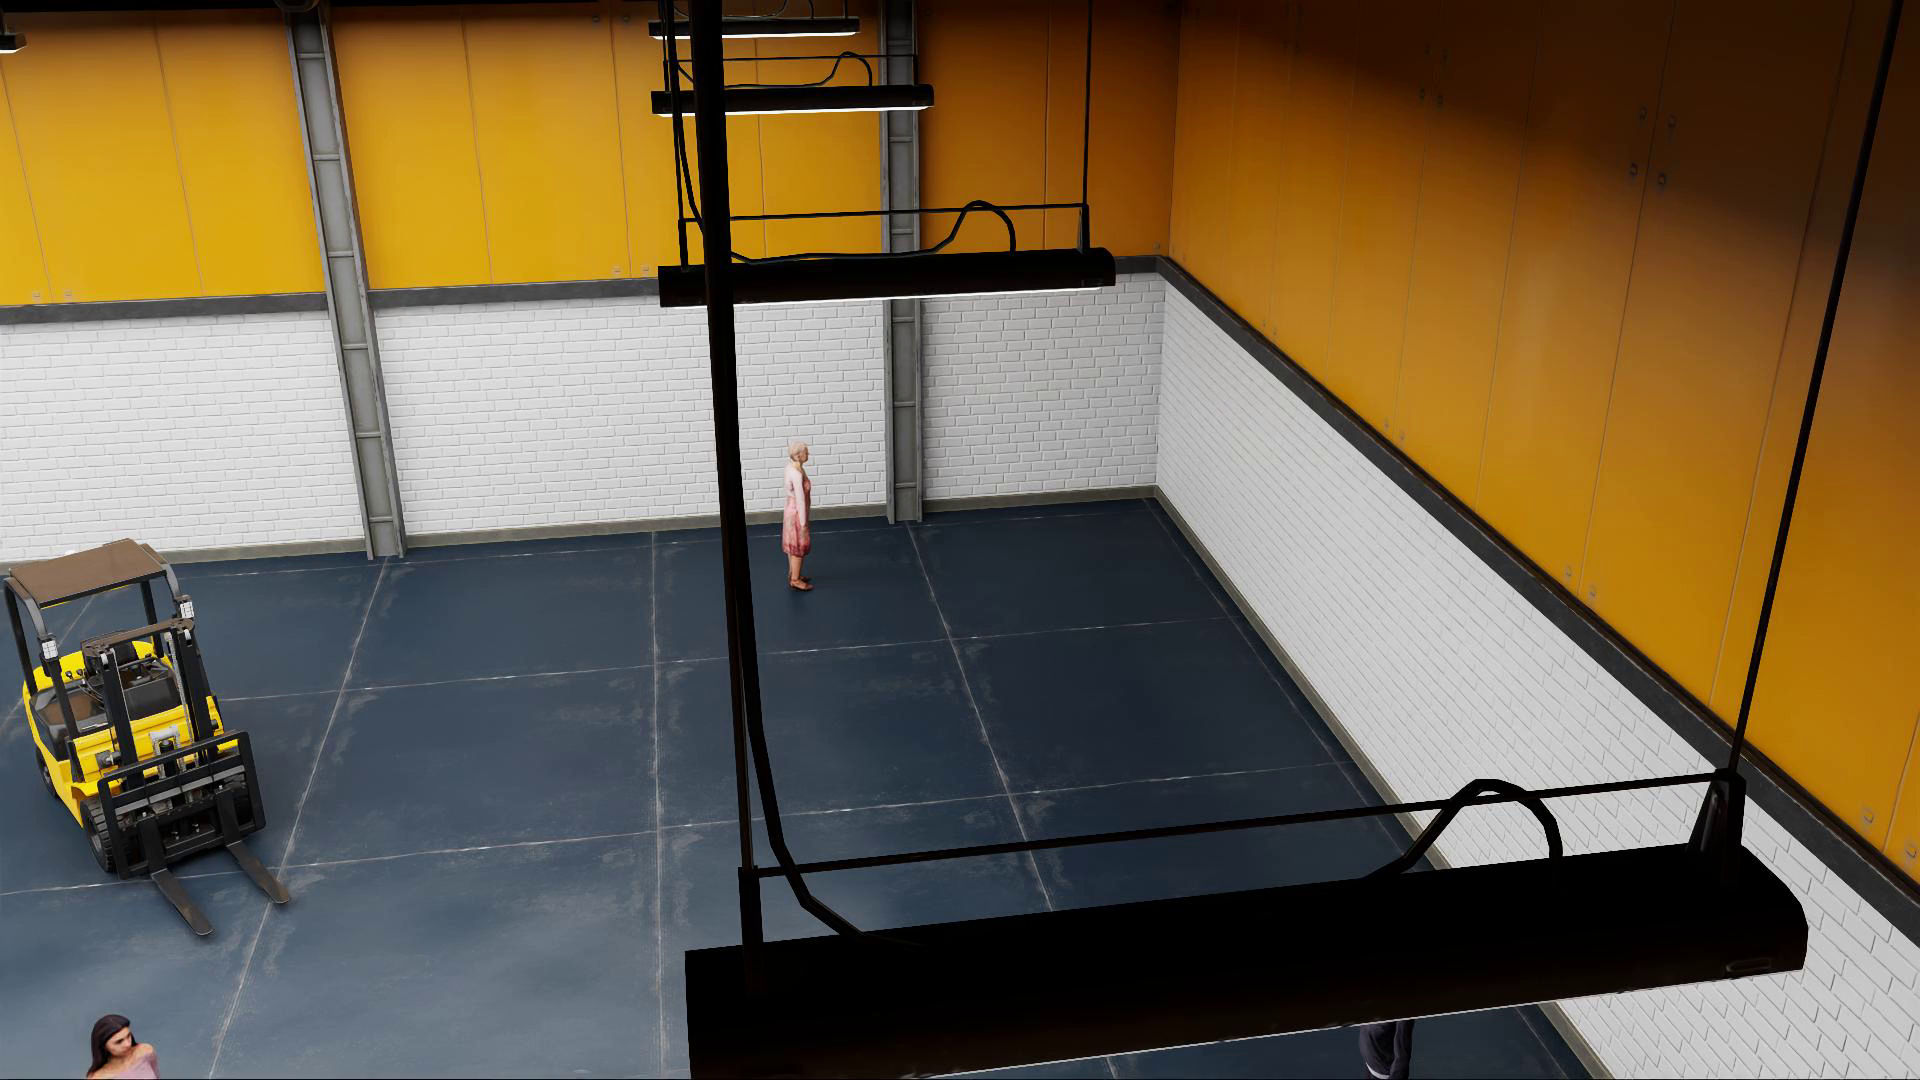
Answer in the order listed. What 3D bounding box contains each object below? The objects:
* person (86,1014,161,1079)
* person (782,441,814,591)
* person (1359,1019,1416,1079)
[{"bbox_3d":[-4.748,3.435,9.418,1.182,1.754,1.086,14,27,29],"label":"person"},{"bbox_3d":[-1.767,-0.272,17.979,0.605,1.690,0.624,-8,25,-17],"label":"person"},{"bbox_3d":[2.588,3.162,10.076,0.571,1.726,0.637,0,24,0],"label":"person"}]
